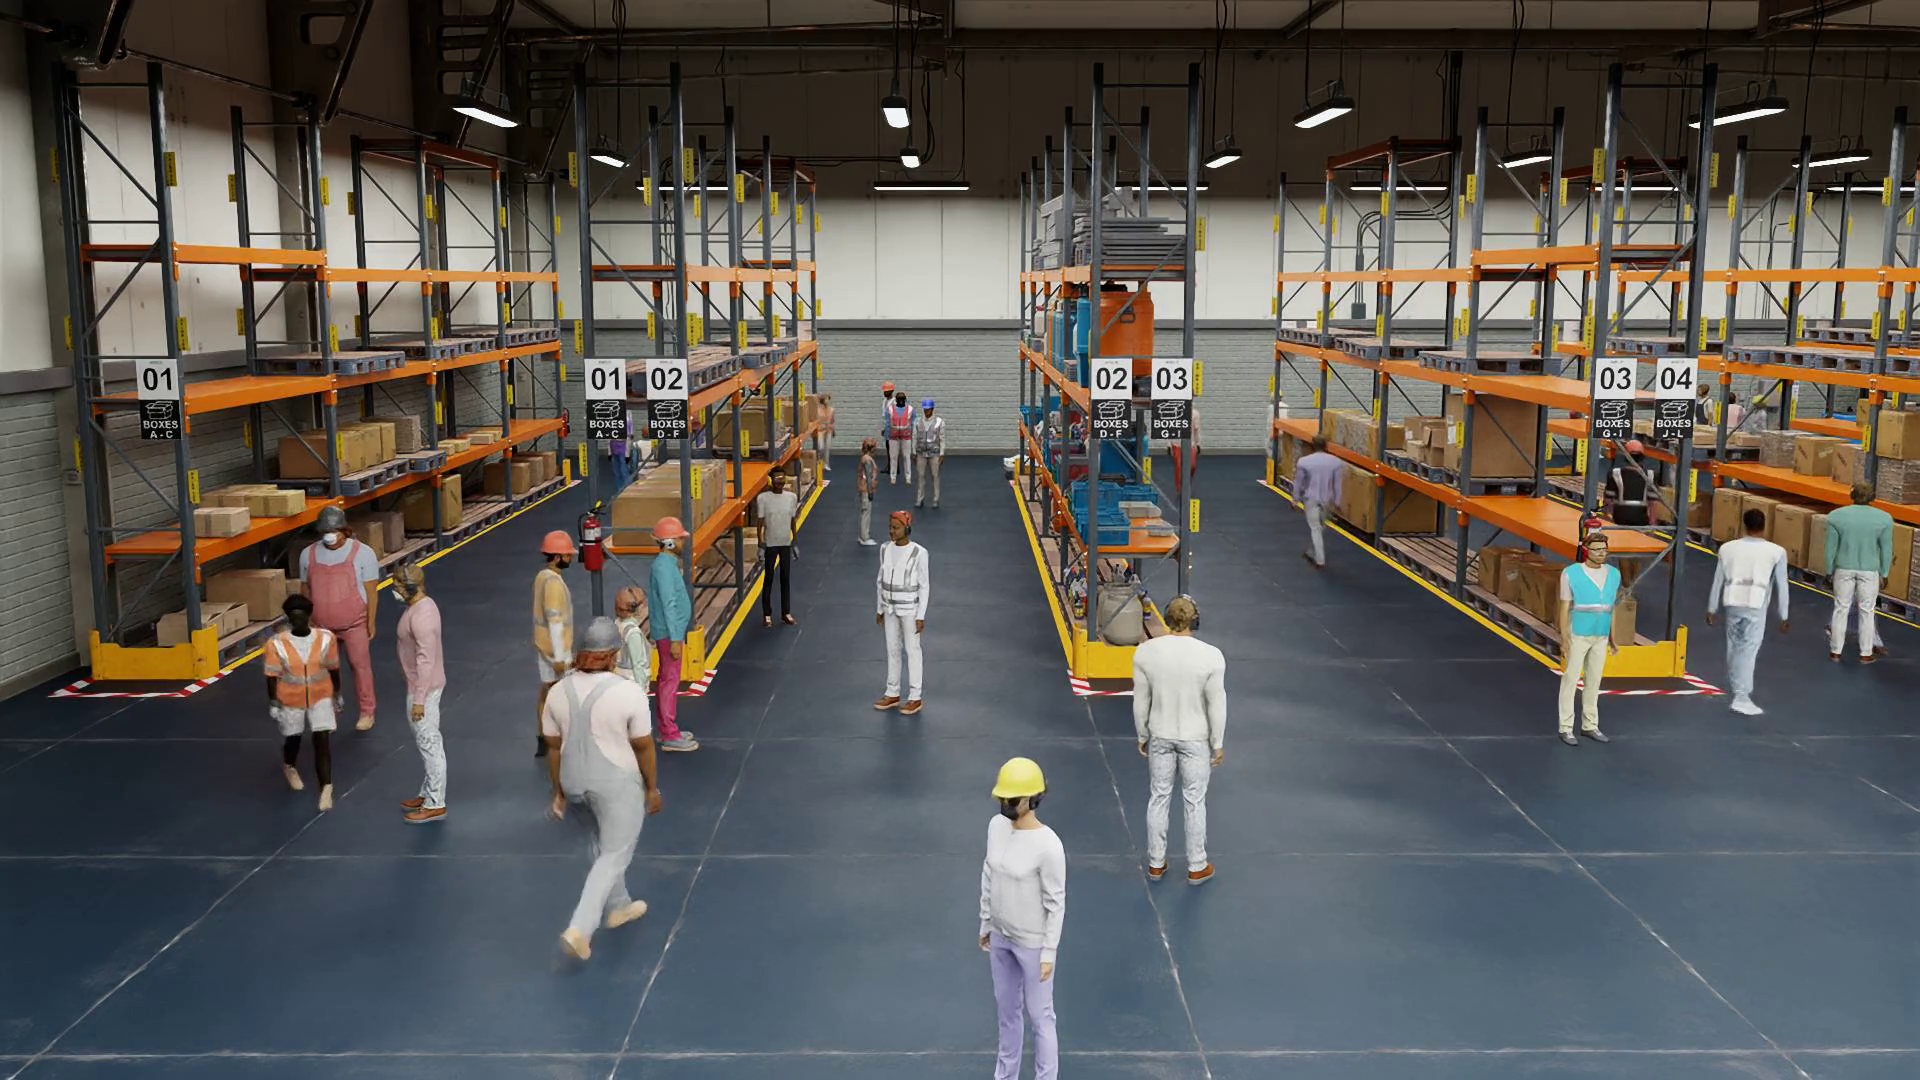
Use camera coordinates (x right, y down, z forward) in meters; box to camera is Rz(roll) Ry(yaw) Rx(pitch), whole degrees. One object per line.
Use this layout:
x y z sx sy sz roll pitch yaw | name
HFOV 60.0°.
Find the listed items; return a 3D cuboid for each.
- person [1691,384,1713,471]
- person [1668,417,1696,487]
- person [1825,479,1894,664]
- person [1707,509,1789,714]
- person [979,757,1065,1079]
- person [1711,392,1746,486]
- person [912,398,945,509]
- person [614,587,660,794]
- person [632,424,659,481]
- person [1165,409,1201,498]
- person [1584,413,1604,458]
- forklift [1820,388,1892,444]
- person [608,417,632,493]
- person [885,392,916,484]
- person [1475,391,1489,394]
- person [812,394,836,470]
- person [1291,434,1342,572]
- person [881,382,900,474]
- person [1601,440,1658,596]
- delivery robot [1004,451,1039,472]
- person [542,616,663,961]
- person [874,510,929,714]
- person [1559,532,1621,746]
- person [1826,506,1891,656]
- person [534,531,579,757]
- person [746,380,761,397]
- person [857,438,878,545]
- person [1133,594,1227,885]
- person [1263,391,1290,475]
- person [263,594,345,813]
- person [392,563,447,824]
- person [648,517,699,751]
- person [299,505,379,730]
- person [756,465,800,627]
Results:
15.661 -2.377 35.072 0.325 1.841 0.517 -1 9 -3 | person
13.058 -1.685 30.385 0.606 1.919 0.741 1 9 7 | person
9.356 0.330 17.352 0.631 1.940 0.372 5 10 32 | person
7.427 0.647 15.632 0.662 1.845 1.058 7 11 38 | person
0.280 1.886 7.891 0.306 1.770 0.525 -8 12 -40 | person
14.990 -1.973 32.473 0.621 1.845 0.429 3 9 17 | person
-0.555 -1.521 29.228 0.605 1.948 0.385 2 9 13 | person
-2.540 1.174 12.875 0.306 1.639 0.523 -5 10 -28 | person
-5.128 -1.083 27.398 0.524 1.639 0.308 -1 9 -9 | person
4.104 -1.746 30.572 0.664 1.977 0.495 0 9 1 | person
14.335 -2.708 37.543 0.311 1.736 0.483 -8 12 -43 | person
20.072 -3.110 36.462 1.873 2.768 1.129 0 9 0 | forklift
-6.094 -1.575 29.670 0.585 1.919 0.390 8 12 41 | person
-1.168 -1.999 32.692 0.619 1.836 0.431 0 9 0 | person
11.749 -2.830 37.680 0.550 1.935 0.376 -8 12 -43 | person
-2.847 -2.264 35.028 0.547 1.621 0.379 -6 11 -33 | person
4.930 -0.532 23.070 0.651 1.884 1.012 -1 9 -9 | person
-1.461 -2.312 34.395 0.394 1.929 0.550 -6 10 -32 | person
8.365 -0.254 20.867 0.623 2.000 0.944 1 9 9 | person
1.242 -1.550 33.575 0.707 0.478 0.477 -1 9 -6 | delivery robot
-2.156 1.434 9.922 0.682 2.000 0.940 4 10 26 | person
-0.546 0.662 15.395 0.574 1.883 0.356 7 11 37 | person
5.418 0.839 14.365 0.563 1.847 0.390 -3 9 -16 | person
9.762 0.405 18.003 0.520 1.597 0.845 -4 10 -24 | person
-3.319 0.876 13.893 0.480 1.937 0.565 -5 10 -28 | person
-4.214 -2.281 34.011 0.395 1.989 0.619 -2 9 -14 | person
-1.394 -0.735 25.199 0.315 1.629 0.511 -1 9 -7 | person
1.453 1.315 11.013 0.630 1.940 0.370 4 10 22 | person
6.482 -2.188 34.064 0.592 1.781 0.763 -4 10 -25 | person
-5.008 1.195 12.698 0.567 1.653 0.830 -5 10 -27 | person
-3.989 1.119 12.295 0.372 1.934 0.627 -3 9 -19 | person
-2.463 0.794 14.177 0.372 1.997 0.613 -2 9 -15 | person
-5.507 0.687 14.724 0.687 2.000 0.535 0 9 -2 | person
-2.107 0.064 19.263 0.513 1.877 0.328 -4 10 -26 | person
